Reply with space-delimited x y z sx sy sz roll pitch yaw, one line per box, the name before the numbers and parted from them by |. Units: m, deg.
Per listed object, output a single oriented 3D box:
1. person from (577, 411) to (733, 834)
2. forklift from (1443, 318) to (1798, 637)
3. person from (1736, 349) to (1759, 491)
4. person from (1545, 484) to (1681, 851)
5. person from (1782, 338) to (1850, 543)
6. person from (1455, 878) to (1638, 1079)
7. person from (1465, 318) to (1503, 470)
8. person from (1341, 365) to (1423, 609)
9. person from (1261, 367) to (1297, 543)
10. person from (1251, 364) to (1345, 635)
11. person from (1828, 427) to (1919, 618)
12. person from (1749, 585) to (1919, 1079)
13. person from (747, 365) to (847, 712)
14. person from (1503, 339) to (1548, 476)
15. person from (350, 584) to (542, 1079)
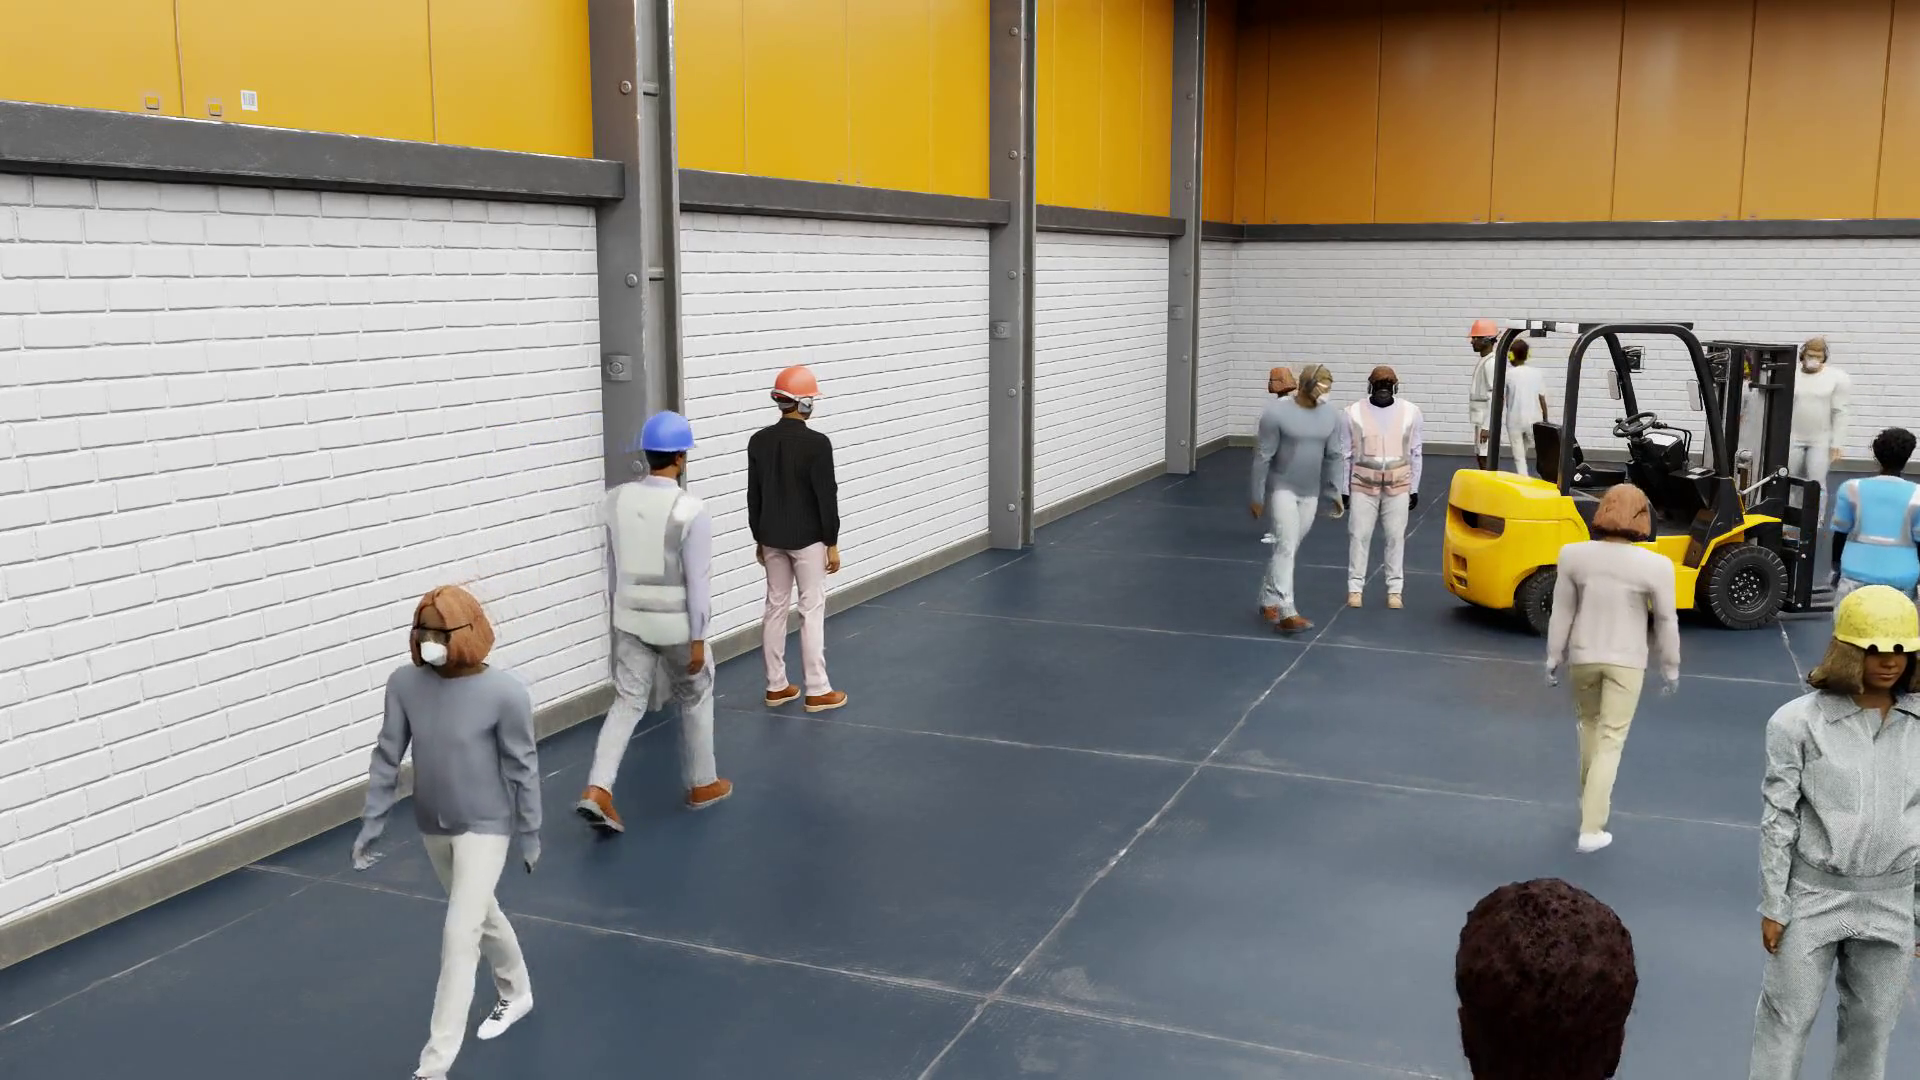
person | -1.408 0.371 7.581 0.601 1.916 0.921 4 10 24
forklift | 4.706 -0.497 11.990 2.313 2.155 1.214 -2 10 -10
person | 6.928 -0.805 14.925 0.662 1.842 0.510 7 12 38
person | 2.939 0.545 7.422 0.534 1.603 0.727 8 12 40
person | 7.759 -0.892 15.243 0.656 1.909 0.450 8 12 41
person | 0.571 1.331 1.816 0.636 1.893 0.574 3 10 17
person | 5.224 -1.191 16.651 0.394 2.042 0.611 2 10 12
person | 3.136 -0.390 12.455 0.618 1.835 0.432 1 9 8
person | 2.965 -0.785 15.431 0.275 1.632 0.507 3 10 18
person | 2.413 -0.287 11.675 0.662 1.876 0.947 -4 10 -23
person | 5.146 0.202 9.338 0.538 1.673 0.723 7 12 38
person | 2.370 0.976 4.430 0.486 1.744 0.294 0 9 1
person | -0.944 -0.007 9.620 0.609 1.996 0.383 6 11 32
person | 5.713 -1.148 17.103 0.538 1.803 0.995 -2 10 -10
person | -1.584 0.922 5.232 0.513 1.586 0.879 4 10 21
